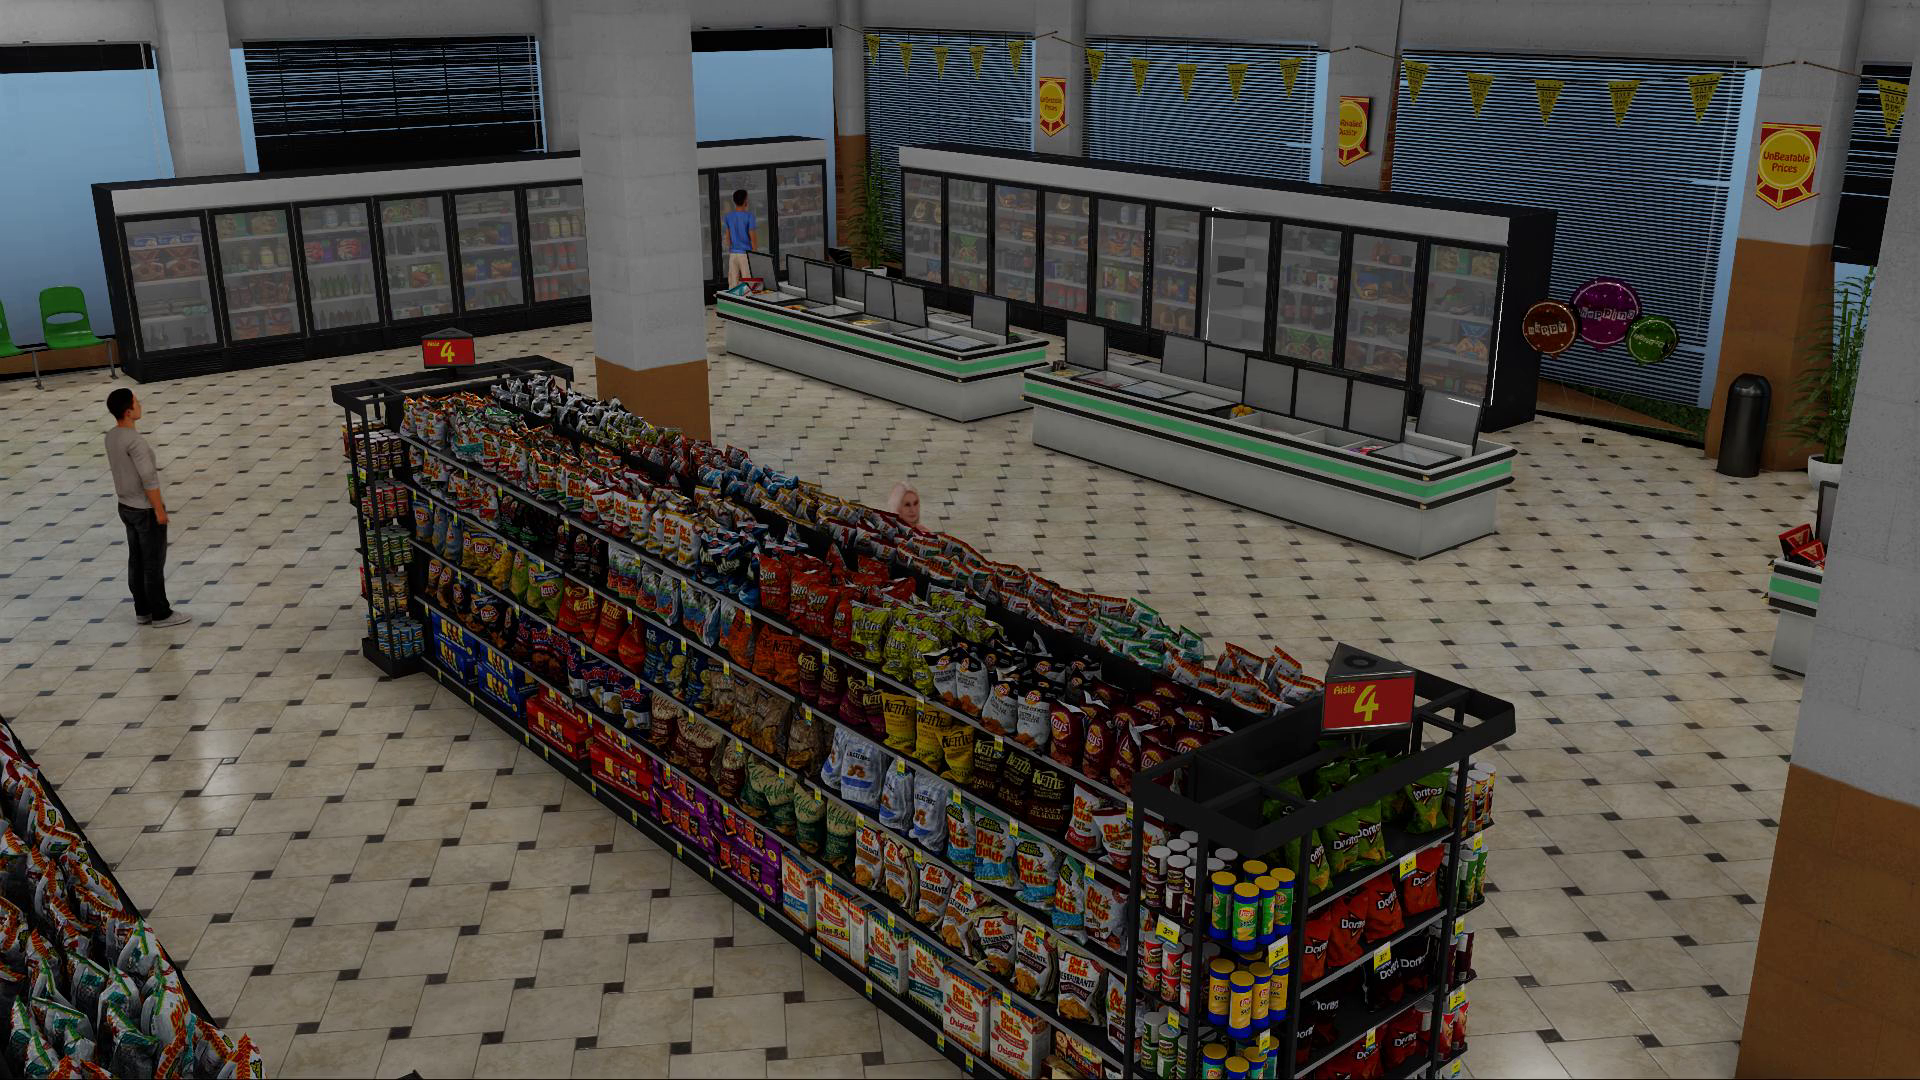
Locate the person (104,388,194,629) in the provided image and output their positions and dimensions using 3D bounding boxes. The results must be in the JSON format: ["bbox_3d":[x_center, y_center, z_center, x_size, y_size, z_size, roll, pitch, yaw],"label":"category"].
[{"bbox_3d":[-6.096,-0.237,12.353,0.575,1.809,0.769,13,23,34],"label":"person"}]

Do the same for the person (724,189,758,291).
[{"bbox_3d":[-3.061,-3.984,23.377,0.675,1.864,0.793,7,20,20],"label":"person"}]
